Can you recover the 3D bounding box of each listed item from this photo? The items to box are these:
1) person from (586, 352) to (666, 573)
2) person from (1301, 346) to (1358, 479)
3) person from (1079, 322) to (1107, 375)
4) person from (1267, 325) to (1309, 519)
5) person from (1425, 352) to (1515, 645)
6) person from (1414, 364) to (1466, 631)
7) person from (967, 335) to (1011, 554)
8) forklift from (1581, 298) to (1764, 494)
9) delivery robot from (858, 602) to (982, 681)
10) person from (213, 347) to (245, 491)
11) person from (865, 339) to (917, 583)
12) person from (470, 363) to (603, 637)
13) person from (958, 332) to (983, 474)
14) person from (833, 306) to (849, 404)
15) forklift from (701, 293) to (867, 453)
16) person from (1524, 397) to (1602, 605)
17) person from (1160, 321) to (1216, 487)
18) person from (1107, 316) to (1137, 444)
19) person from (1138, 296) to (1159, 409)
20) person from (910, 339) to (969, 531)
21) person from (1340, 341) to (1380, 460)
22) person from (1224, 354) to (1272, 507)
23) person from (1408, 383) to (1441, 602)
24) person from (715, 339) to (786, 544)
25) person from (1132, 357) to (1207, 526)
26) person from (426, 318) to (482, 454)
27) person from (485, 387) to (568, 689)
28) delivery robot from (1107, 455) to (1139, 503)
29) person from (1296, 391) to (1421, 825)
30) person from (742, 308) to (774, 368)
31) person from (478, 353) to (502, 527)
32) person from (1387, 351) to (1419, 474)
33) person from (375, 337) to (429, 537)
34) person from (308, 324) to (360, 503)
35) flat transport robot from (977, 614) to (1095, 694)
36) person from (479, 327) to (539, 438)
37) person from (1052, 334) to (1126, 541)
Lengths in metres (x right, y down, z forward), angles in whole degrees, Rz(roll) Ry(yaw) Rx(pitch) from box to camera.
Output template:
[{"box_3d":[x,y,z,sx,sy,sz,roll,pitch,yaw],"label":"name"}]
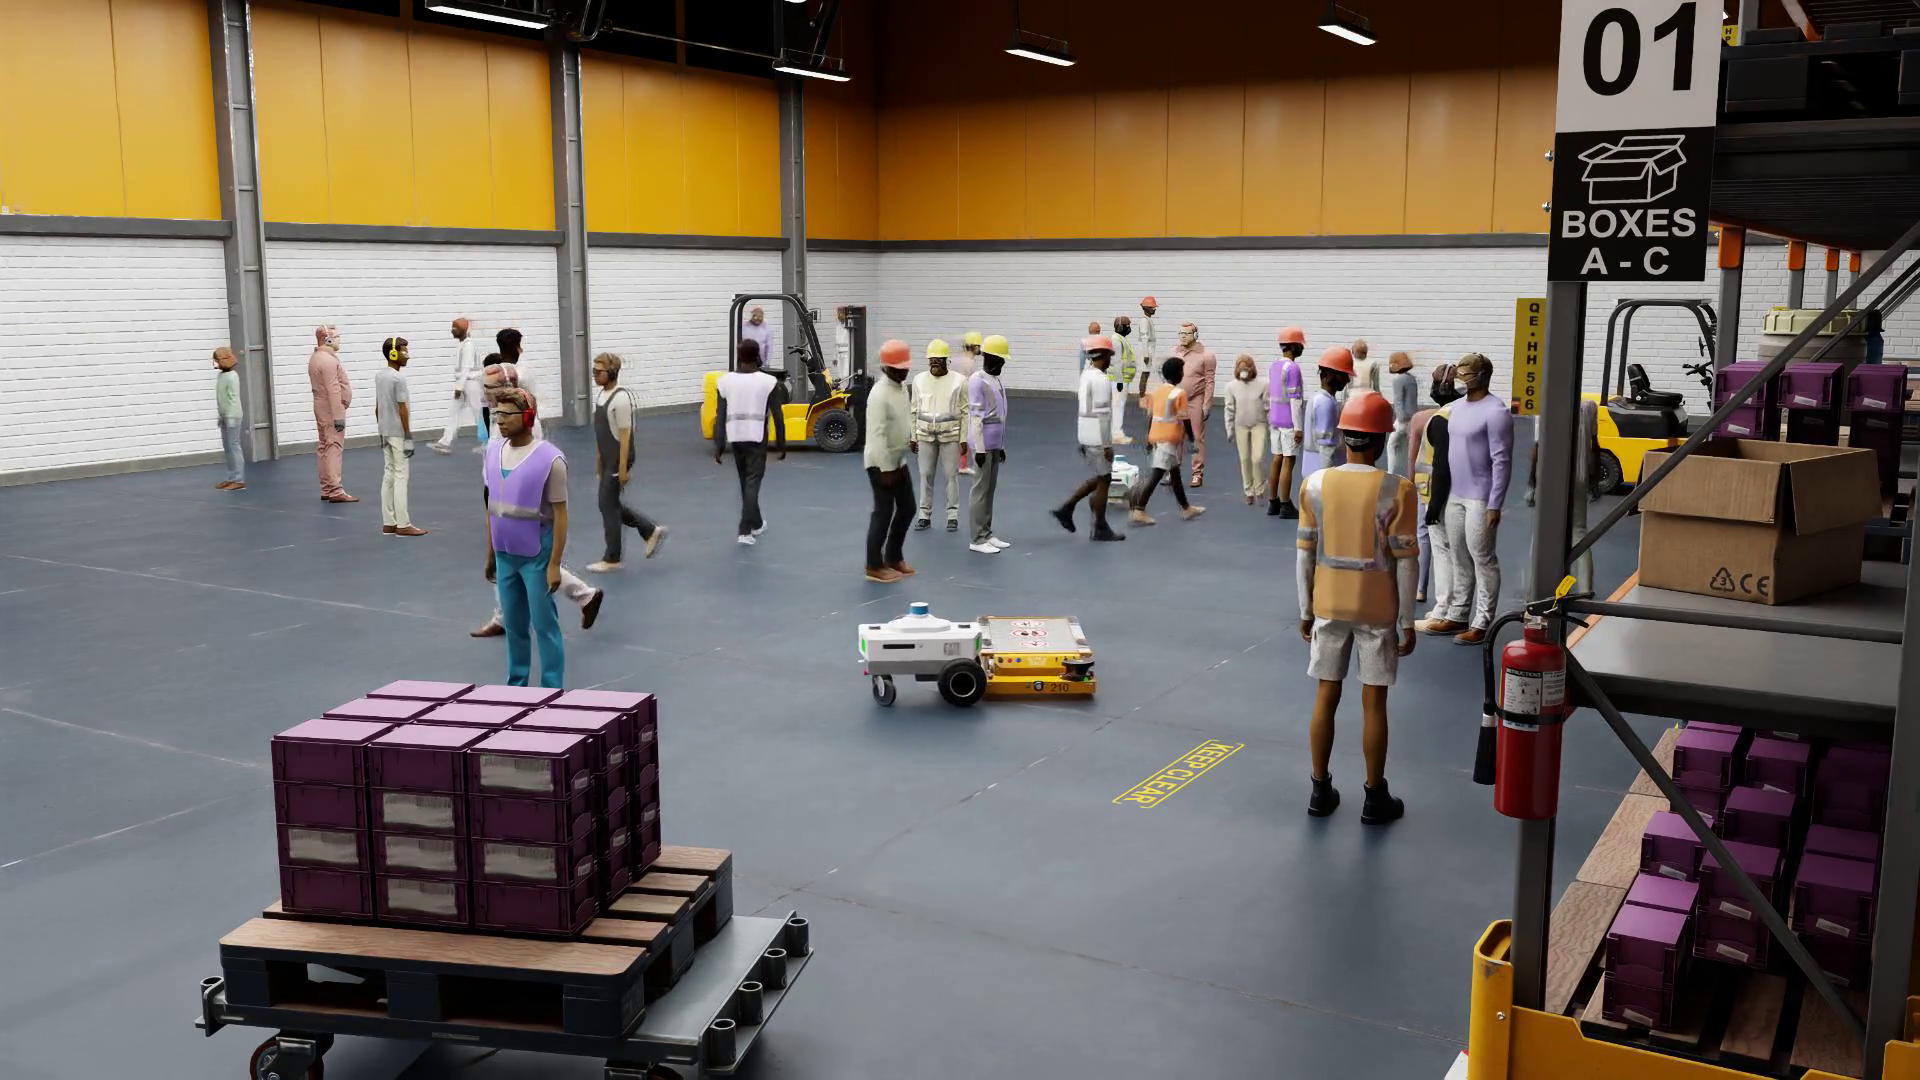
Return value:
[{"box_3d":[-2.786,-0.647,13.735,0.633,1.824,0.530,-5,10,-27],"label":"person"},{"box_3d":[2.692,-0.448,12.169,0.373,1.928,0.543,1,9,4],"label":"person"},{"box_3d":[2.272,-2.863,28.138,0.523,1.639,0.309,-2,9,-10],"label":"person"},{"box_3d":[3.311,-1.179,16.709,0.371,1.935,0.550,-2,9,-14],"label":"person"},{"box_3d":[3.403,-0.273,11.041,0.379,1.940,0.629,-3,9,-15],"label":"person"},{"box_3d":[3.334,-0.284,11.414,0.430,1.845,0.624,6,11,35],"label":"person"},{"box_3d":[0.265,-0.850,14.706,0.382,1.918,0.585,3,10,19],"label":"person"},{"box_3d":[7.954,-1.589,18.462,2.313,2.155,1.214,5,11,30],"label":"forklift"},{"box_3d":[-0.235,0.604,9.584,0.707,0.478,0.477,-1,9,-4],"label":"delivery robot"},{"box_3d":[-8.313,-1.373,18.887,0.303,1.629,0.504,-8,12,-40],"label":"person"},{"box_3d":[-0.549,-0.607,13.096,0.531,1.946,0.658,4,10,22],"label":"person"},{"box_3d":[-2.886,-0.261,11.198,0.783,1.874,0.682,-4,10,-21],"label":"person"},{"box_3d":[0.243,-1.653,20.248,0.606,1.749,0.543,-1,9,-3],"label":"person"},{"box_3d":[-2.071,-3.350,30.454,0.492,1.868,0.586,-8,12,-42],"label":"person"},{"box_3d":[-2.458,-2.344,23.176,2.313,2.155,1.214,0,9,-2],"label":"forklift"},{"box_3d":[4.481,-0.399,12.212,0.603,1.826,0.380,-2,9,-11],"label":"person"},{"box_3d":[2.612,-1.563,19.194,0.643,1.909,0.410,6,11,32],"label":"person"},{"box_3d":[2.340,-2.311,24.067,0.429,1.844,0.627,2,9,11],"label":"person"},{"box_3d":[3.420,-3.401,30.242,0.374,2.043,0.613,2,9,9],"label":"person"},{"box_3d":[-0.203,-0.994,15.873,0.593,1.833,0.404,2,9,12],"label":"person"},{"box_3d":[5.168,-1.778,21.526,0.514,1.590,0.893,1,9,7],"label":"person"},{"box_3d":[3.043,-1.152,17.542,0.526,1.607,0.547,3,10,21],"label":"person"},{"box_3d":[3.600,-0.399,12.372,0.533,1.765,0.319,5,11,30],"label":"person"},{"box_3d":[-1.925,-0.912,15.292,0.608,1.860,1.048,2,9,11],"label":"person"},{"box_3d":[2.046,-0.968,16.302,0.910,1.643,0.540,-4,10,-22],"label":"person"},{"box_3d":[-6.803,-2.074,22.549,0.939,1.841,0.595,-4,10,-26],"label":"person"},{"box_3d":[-2.351,0.093,9.041,0.564,1.848,0.388,6,11,32],"label":"person"},{"box_3d":[1.651,-0.640,17.325,0.477,0.478,0.707,3,9,14],"label":"delivery robot"},{"box_3d":[1.784,0.303,7.450,0.552,1.937,0.356,6,11,31],"label":"person"},{"box_3d":[-3.602,-3.154,29.300,0.653,1.854,0.778,-1,9,-7],"label":"person"},{"box_3d":[-4.514,-0.970,16.162,0.320,1.692,0.531,-2,9,-10],"label":"person"},{"box_3d":[5.111,-1.331,18.768,0.720,1.587,0.515,9,13,44],"label":"person"},{"box_3d":[-5.272,-0.961,15.575,0.521,1.864,0.336,9,13,44],"label":"person"},{"box_3d":[-6.745,-1.356,17.892,0.408,1.913,0.642,-6,11,-35],"label":"person"},{"box_3d":[0.444,0.685,10.252,0.652,0.197,1.431,0,9,-1],"label":"flat transport robot"},{"box_3d":[-4.093,-0.959,15.238,0.606,1.967,0.367,4,10,22],"label":"person"},{"box_3d":[1.209,-0.933,15.284,0.561,1.909,0.540,-1,9,-9],"label":"person"}]
